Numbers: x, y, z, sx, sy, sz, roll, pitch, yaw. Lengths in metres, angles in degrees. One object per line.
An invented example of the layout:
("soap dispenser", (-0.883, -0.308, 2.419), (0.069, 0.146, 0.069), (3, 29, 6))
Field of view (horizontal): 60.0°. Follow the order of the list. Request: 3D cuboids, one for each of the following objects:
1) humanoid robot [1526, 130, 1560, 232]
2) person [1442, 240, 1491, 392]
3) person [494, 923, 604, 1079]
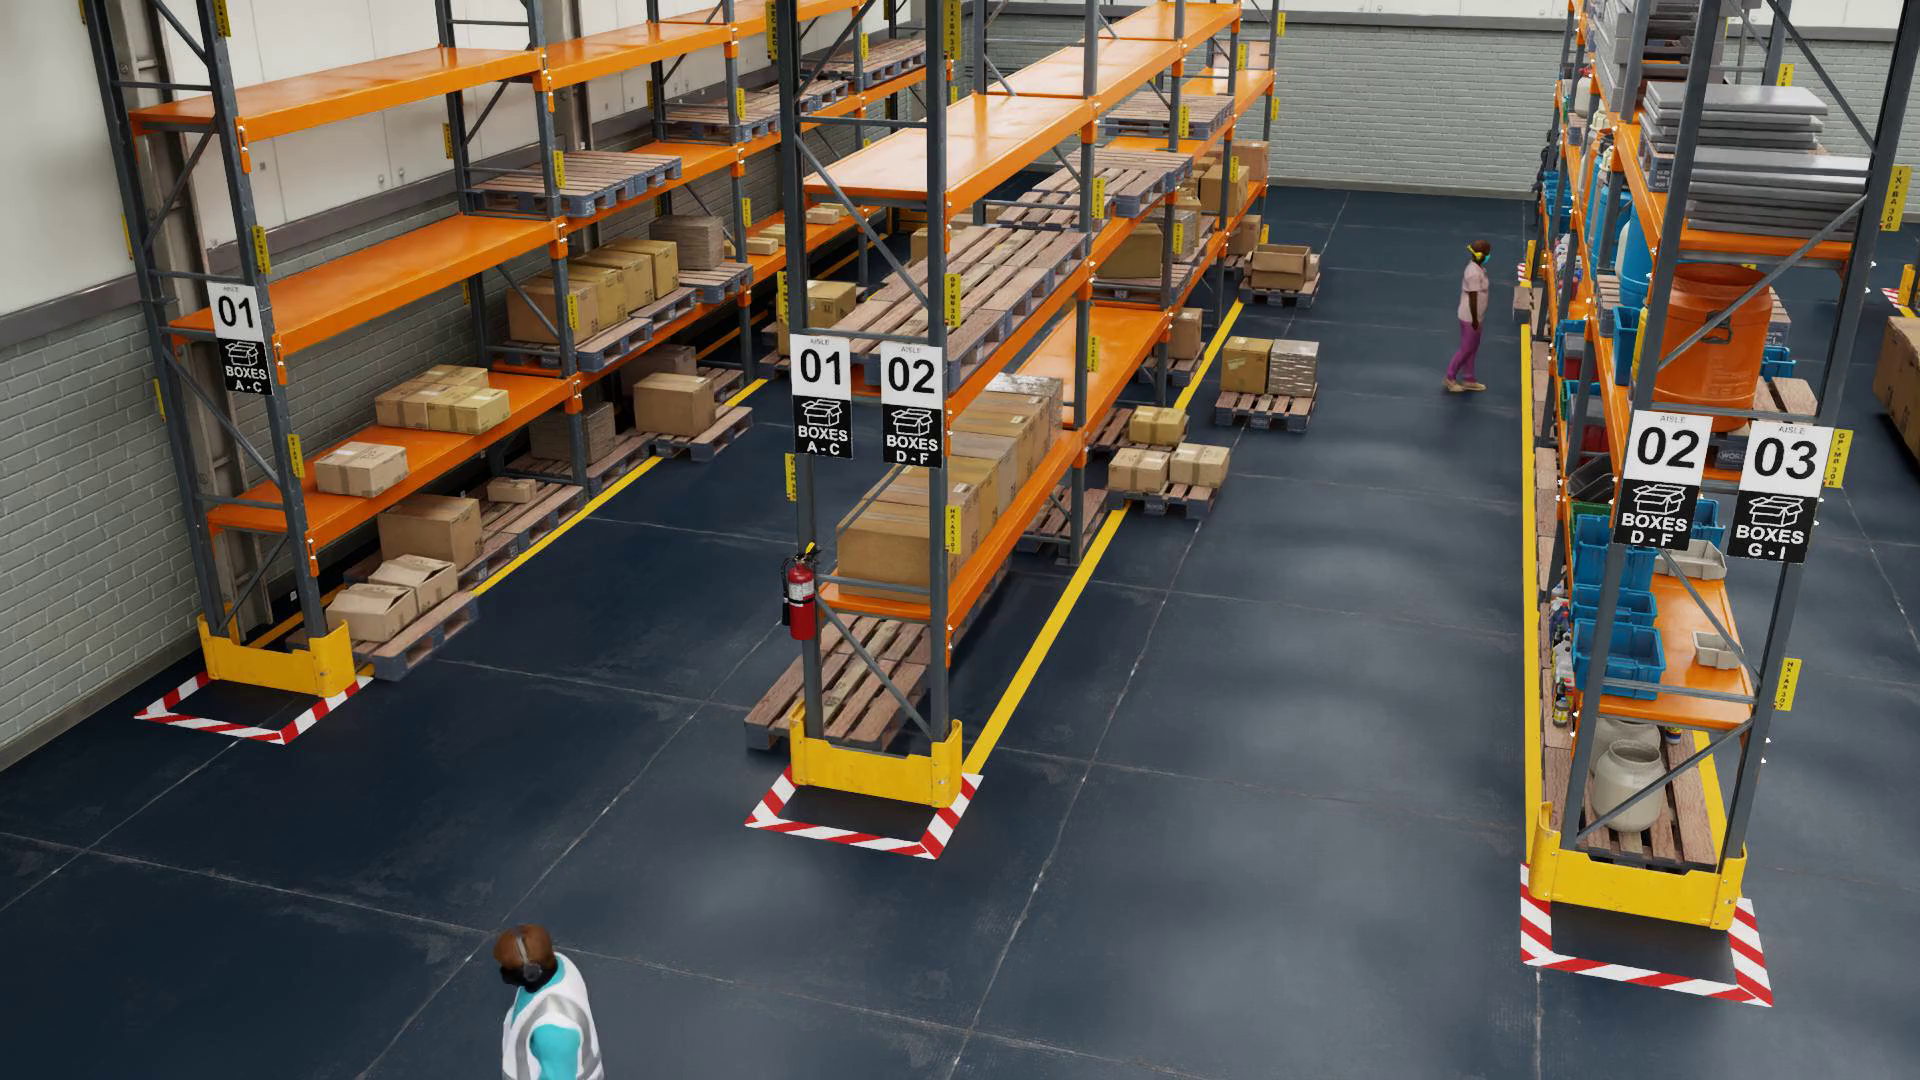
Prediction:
("humanoid robot", (9.397, -5.795, 26.844), (0.428, 1.655, 0.608), (20, 30, 38))
("person", (5.910, -2.579, 19.230), (0.497, 1.797, 0.542), (8, 24, 17))
("person", (-1.759, 2.505, 7.409), (0.502, 1.826, 0.764), (-8, 24, -17))
